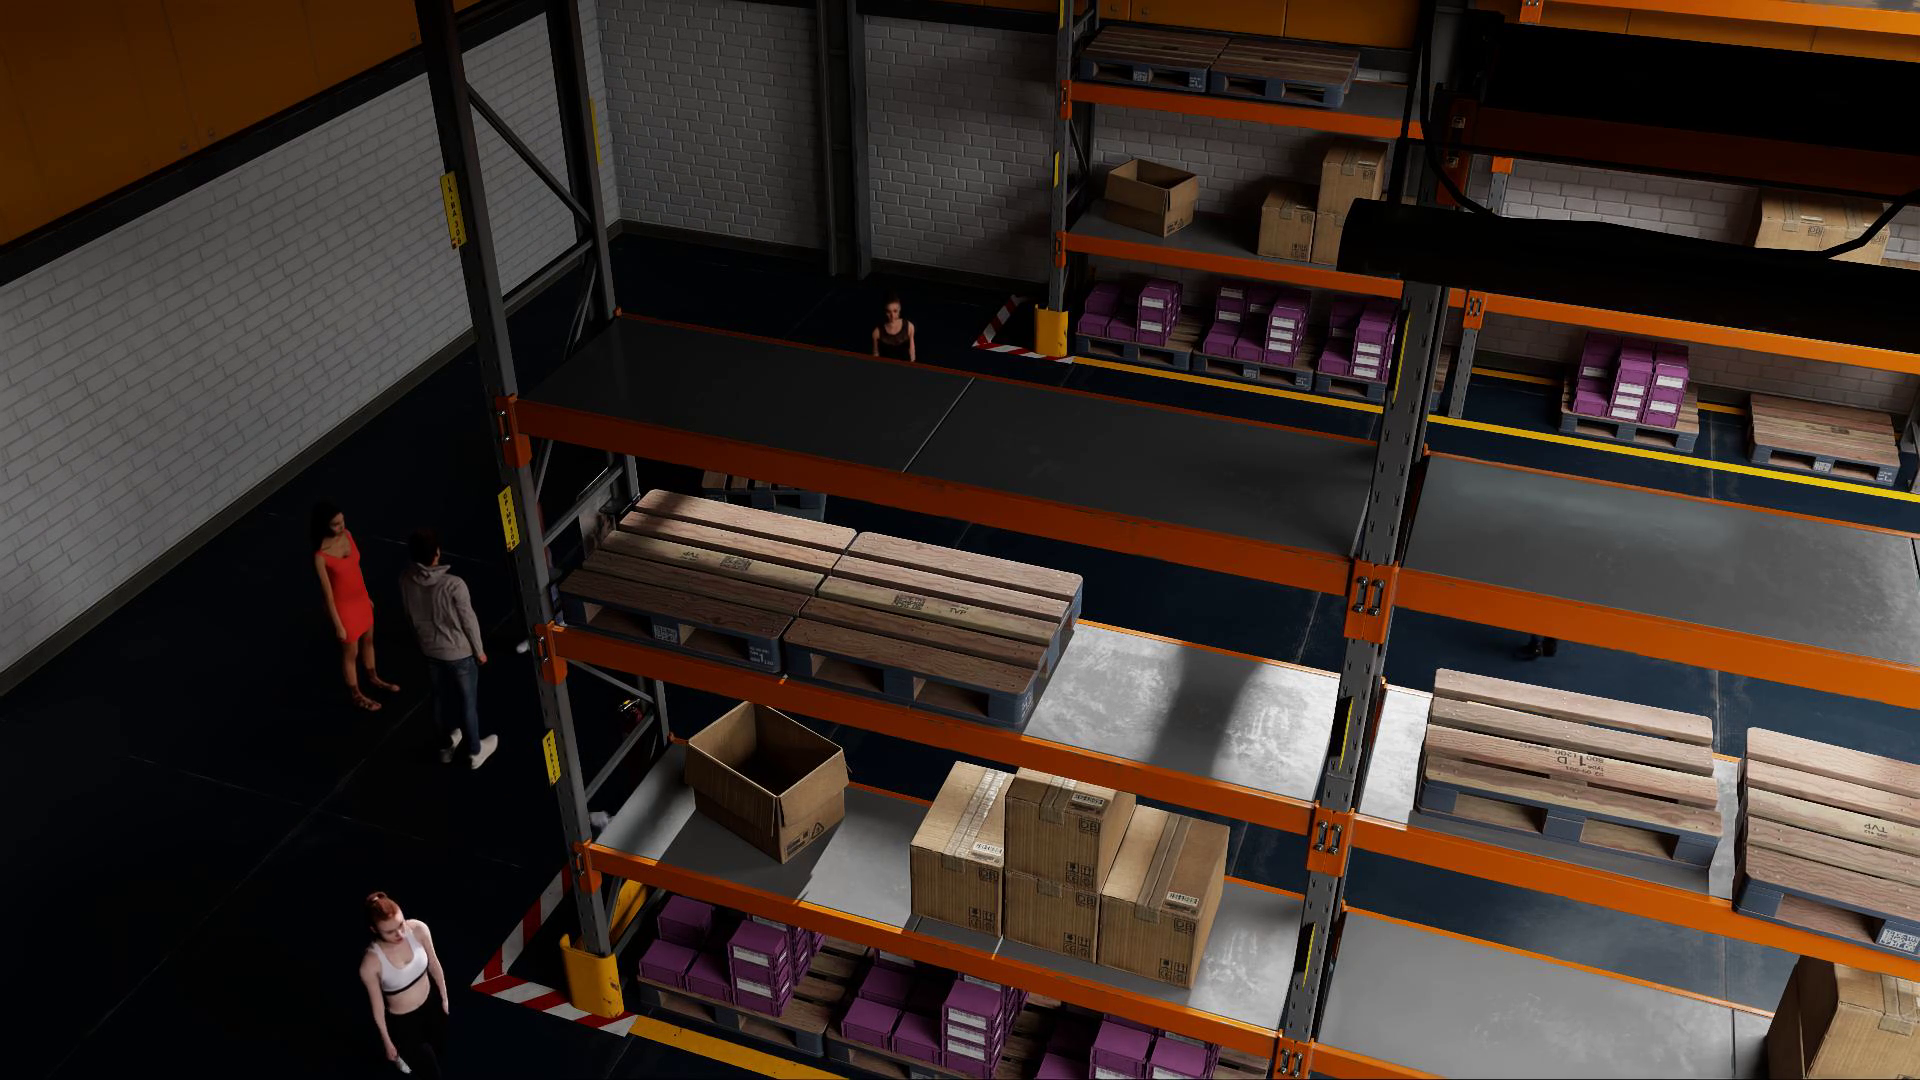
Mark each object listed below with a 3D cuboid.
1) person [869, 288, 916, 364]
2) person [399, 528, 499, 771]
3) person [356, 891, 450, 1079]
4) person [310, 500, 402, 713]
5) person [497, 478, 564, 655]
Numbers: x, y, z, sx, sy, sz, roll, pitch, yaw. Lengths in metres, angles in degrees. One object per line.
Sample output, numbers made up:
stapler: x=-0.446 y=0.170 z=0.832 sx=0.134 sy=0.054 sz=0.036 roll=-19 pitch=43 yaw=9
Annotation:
person: x=-0.615 y=-1.499 z=14.836 sx=0.921 sy=1.656 sz=0.917 roll=-7 pitch=34 yaw=-11
person: x=-3.504 y=0.735 z=11.302 sx=0.522 sy=1.848 sz=0.741 roll=8 pitch=35 yaw=12
person: x=-2.941 y=2.485 z=8.782 sx=1.068 sy=1.724 sz=0.782 roll=24 pitch=40 yaw=31
person: x=-4.365 y=0.465 z=11.824 sx=0.559 sy=1.720 sz=0.599 roll=8 pitch=34 yaw=12
person: x=-3.193 y=0.144 z=12.330 sx=0.509 sy=1.695 sz=0.683 roll=17 pitch=37 yaw=24
